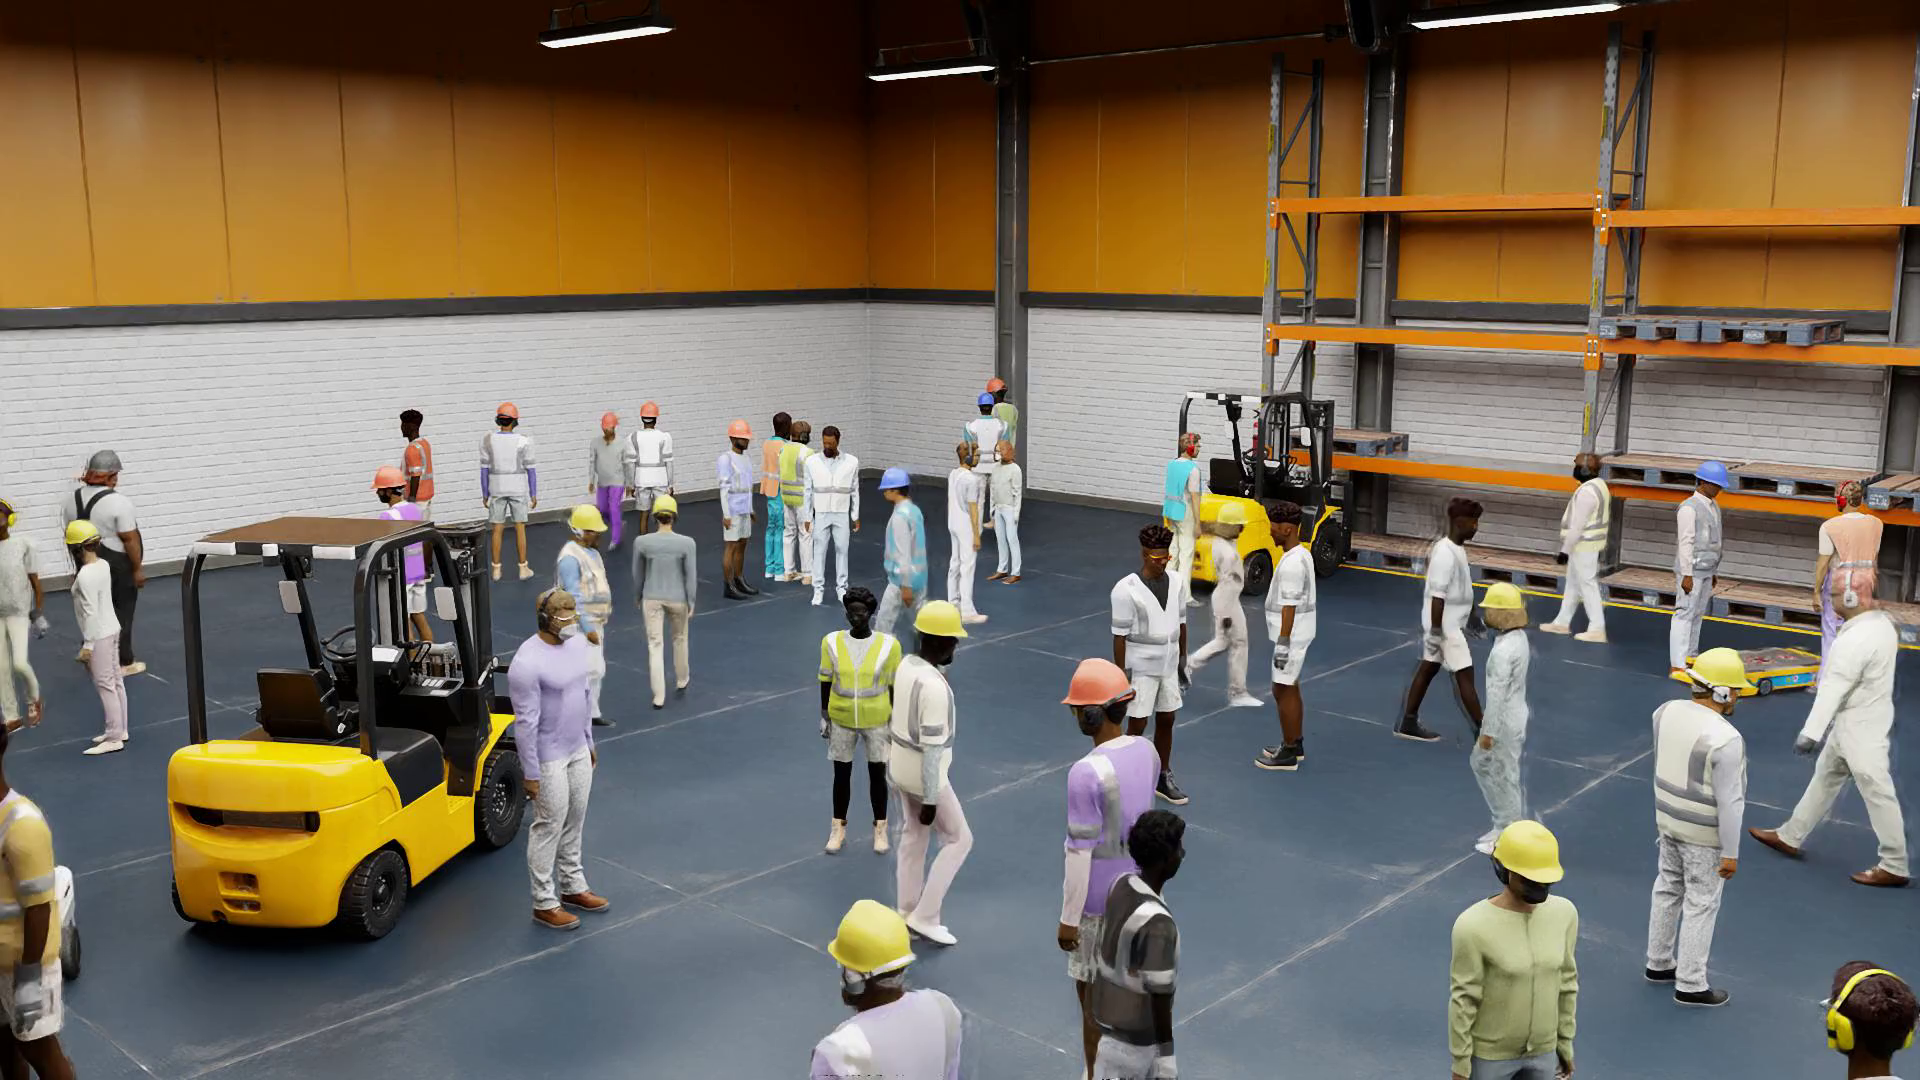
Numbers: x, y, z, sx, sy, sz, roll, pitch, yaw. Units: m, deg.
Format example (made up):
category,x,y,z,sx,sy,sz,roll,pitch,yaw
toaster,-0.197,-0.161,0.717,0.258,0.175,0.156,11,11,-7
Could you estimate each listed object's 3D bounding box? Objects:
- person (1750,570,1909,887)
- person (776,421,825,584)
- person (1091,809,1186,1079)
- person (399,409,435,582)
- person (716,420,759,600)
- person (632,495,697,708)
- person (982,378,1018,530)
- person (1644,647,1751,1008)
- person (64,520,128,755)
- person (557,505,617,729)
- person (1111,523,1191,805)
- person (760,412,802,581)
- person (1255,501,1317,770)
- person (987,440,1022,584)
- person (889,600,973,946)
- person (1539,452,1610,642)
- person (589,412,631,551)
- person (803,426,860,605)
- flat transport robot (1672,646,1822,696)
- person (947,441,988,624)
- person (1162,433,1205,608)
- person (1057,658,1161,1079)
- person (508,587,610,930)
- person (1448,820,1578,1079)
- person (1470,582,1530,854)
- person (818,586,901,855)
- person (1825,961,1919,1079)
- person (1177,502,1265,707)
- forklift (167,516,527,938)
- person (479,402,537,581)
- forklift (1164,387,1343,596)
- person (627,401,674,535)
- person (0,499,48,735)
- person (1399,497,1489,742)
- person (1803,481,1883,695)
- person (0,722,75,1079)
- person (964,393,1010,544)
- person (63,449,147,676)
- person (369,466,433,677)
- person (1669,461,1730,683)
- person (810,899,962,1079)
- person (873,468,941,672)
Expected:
category,x,y,z,sx,sy,sz,roll,pitch,yaw
person,5.267,1.104,9.970,0.981,1.846,0.698,8,13,37
person,-1.791,-0.424,18.729,0.633,1.840,0.429,8,13,40
person,0.715,1.847,6.347,0.797,1.643,0.581,-1,10,-5
person,-6.145,-0.501,18.810,0.367,1.966,0.606,-1,10,-7
person,-2.370,-0.329,17.922,0.378,1.933,0.551,5,11,24
person,-2.455,0.484,13.879,0.540,1.730,0.877,-1,10,-6
person,0.505,-1.152,22.323,0.384,2.035,0.605,8,13,39
person,3.680,1.423,8.282,0.403,1.819,0.600,-2,10,-13
person,-6.462,0.722,12.426,0.329,1.765,0.526,-2,10,-13
person,-2.908,0.617,12.873,0.457,1.809,0.603,1,10,5
person,1.289,0.848,11.184,0.615,1.951,0.388,-6,12,-32
person,-2.066,-0.496,18.925,0.371,1.915,0.597,-5,11,-28
person,2.385,0.690,12.085,0.387,1.949,0.629,3,10,17
person,0.514,-0.324,18.781,0.278,1.628,0.505,-7,12,-36
person,-0.167,1.261,8.972,0.455,1.904,0.584,-4,11,-23
person,5.977,0.063,16.027,0.581,1.837,0.630,6,11,29
person,-4.371,-0.758,20.932,0.574,1.731,0.582,3,10,16
person,-1.359,-0.266,17.620,0.592,1.912,0.377,-2,10,-9
flat transport robot,6.965,1.123,14.384,1.431,0.197,0.652,-4,11,-20
person,0.055,-0.081,16.763,0.342,1.845,0.506,-5,11,-28
person,2.341,-0.208,17.482,0.373,1.843,0.571,-4,11,-23
person,0.611,1.512,7.188,0.410,2.030,0.611,7,12,35
person,-2.237,1.199,9.248,0.381,1.929,0.636,4,11,19
person,2.008,1.850,6.021,0.517,1.759,0.333,-3,10,-17
person,3.329,1.112,10.278,0.415,1.724,0.508,5,11,26
person,-0.622,1.118,10.351,0.530,1.697,0.321,1,10,5
person,2.418,2.058,4.548,0.511,1.862,0.325,-2,10,-10
person,2.144,0.529,13.653,0.700,1.715,0.499,0,10,-2
forklift,-3.583,0.976,9.748,1.214,2.155,2.313,2,10,11
person,-5.140,-0.554,18.965,0.620,2.029,0.454,-2,10,-9
forklift,3.298,-0.608,18.767,1.214,2.155,2.313,9,13,42
person,-3.706,-0.693,19.987,0.542,1.938,0.358,-1,10,-5
person,-7.381,0.598,12.864,0.566,1.853,0.376,-1,10,-3
person,3.801,0.633,12.532,0.962,1.909,0.600,3,10,17
person,7.409,0.425,13.915,0.559,1.836,0.394,-2,10,-10
person,-3.809,1.655,6.641,0.646,1.958,0.459,8,13,39
person,0.344,-0.902,21.170,0.602,1.939,0.397,-1,10,-4
person,-7.457,0.193,14.644,0.690,2.000,0.537,4,11,22
person,-4.811,0.320,14.282,0.424,1.924,0.560,2,10,13
person,6.447,0.267,14.516,0.401,1.938,0.603,10,14,43
person,-0.213,1.989,5.112,0.873,1.803,0.600,8,13,40
person,-0.591,0.329,14.278,0.971,1.895,0.628,3,10,14
